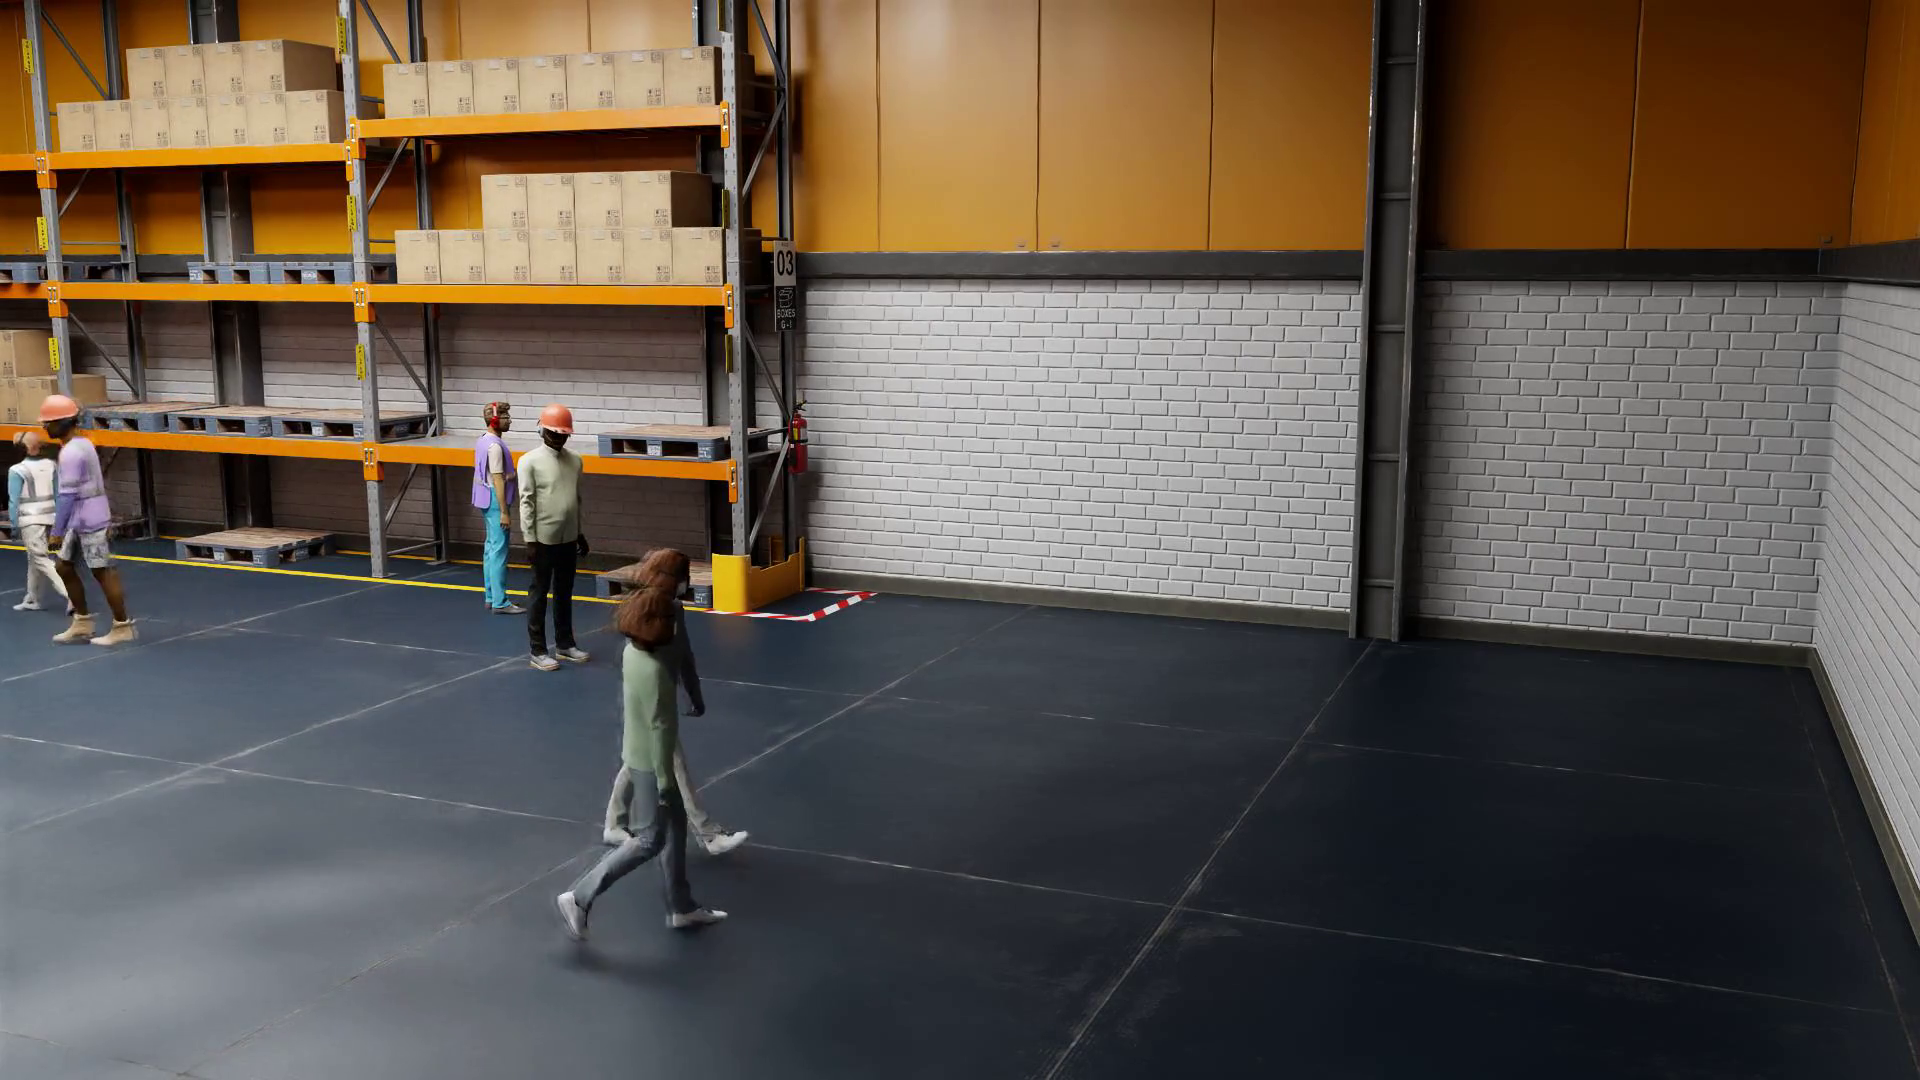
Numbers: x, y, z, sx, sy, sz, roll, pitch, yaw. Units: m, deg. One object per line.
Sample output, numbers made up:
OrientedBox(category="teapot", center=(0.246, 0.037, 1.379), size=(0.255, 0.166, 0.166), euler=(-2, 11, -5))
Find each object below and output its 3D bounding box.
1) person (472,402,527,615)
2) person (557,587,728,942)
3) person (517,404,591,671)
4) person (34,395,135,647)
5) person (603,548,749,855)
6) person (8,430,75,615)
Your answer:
OrientedBox(category="person", center=(-4.014, -0.275, 14.395), size=(0.385, 1.845, 0.569), euler=(-4, 10, -25))
OrientedBox(category="person", center=(-1.424, 1.000, 7.389), size=(0.718, 1.607, 0.508), euler=(-3, 10, -20))
OrientedBox(category="person", center=(-3.028, -0.029, 12.489), size=(0.401, 1.984, 0.612), euler=(6, 11, 34))
OrientedBox(category="person", center=(-6.913, -0.127, 13.029), size=(0.773, 2.004, 0.595), euler=(-4, 10, -25))
OrientedBox(category="person", center=(-1.472, 0.827, 8.478), size=(0.872, 1.578, 0.514), euler=(2, 10, 13))
OrientedBox(category="person", center=(-7.913, -0.147, 14.338), size=(0.770, 1.614, 0.522), euler=(2, 10, 13))
